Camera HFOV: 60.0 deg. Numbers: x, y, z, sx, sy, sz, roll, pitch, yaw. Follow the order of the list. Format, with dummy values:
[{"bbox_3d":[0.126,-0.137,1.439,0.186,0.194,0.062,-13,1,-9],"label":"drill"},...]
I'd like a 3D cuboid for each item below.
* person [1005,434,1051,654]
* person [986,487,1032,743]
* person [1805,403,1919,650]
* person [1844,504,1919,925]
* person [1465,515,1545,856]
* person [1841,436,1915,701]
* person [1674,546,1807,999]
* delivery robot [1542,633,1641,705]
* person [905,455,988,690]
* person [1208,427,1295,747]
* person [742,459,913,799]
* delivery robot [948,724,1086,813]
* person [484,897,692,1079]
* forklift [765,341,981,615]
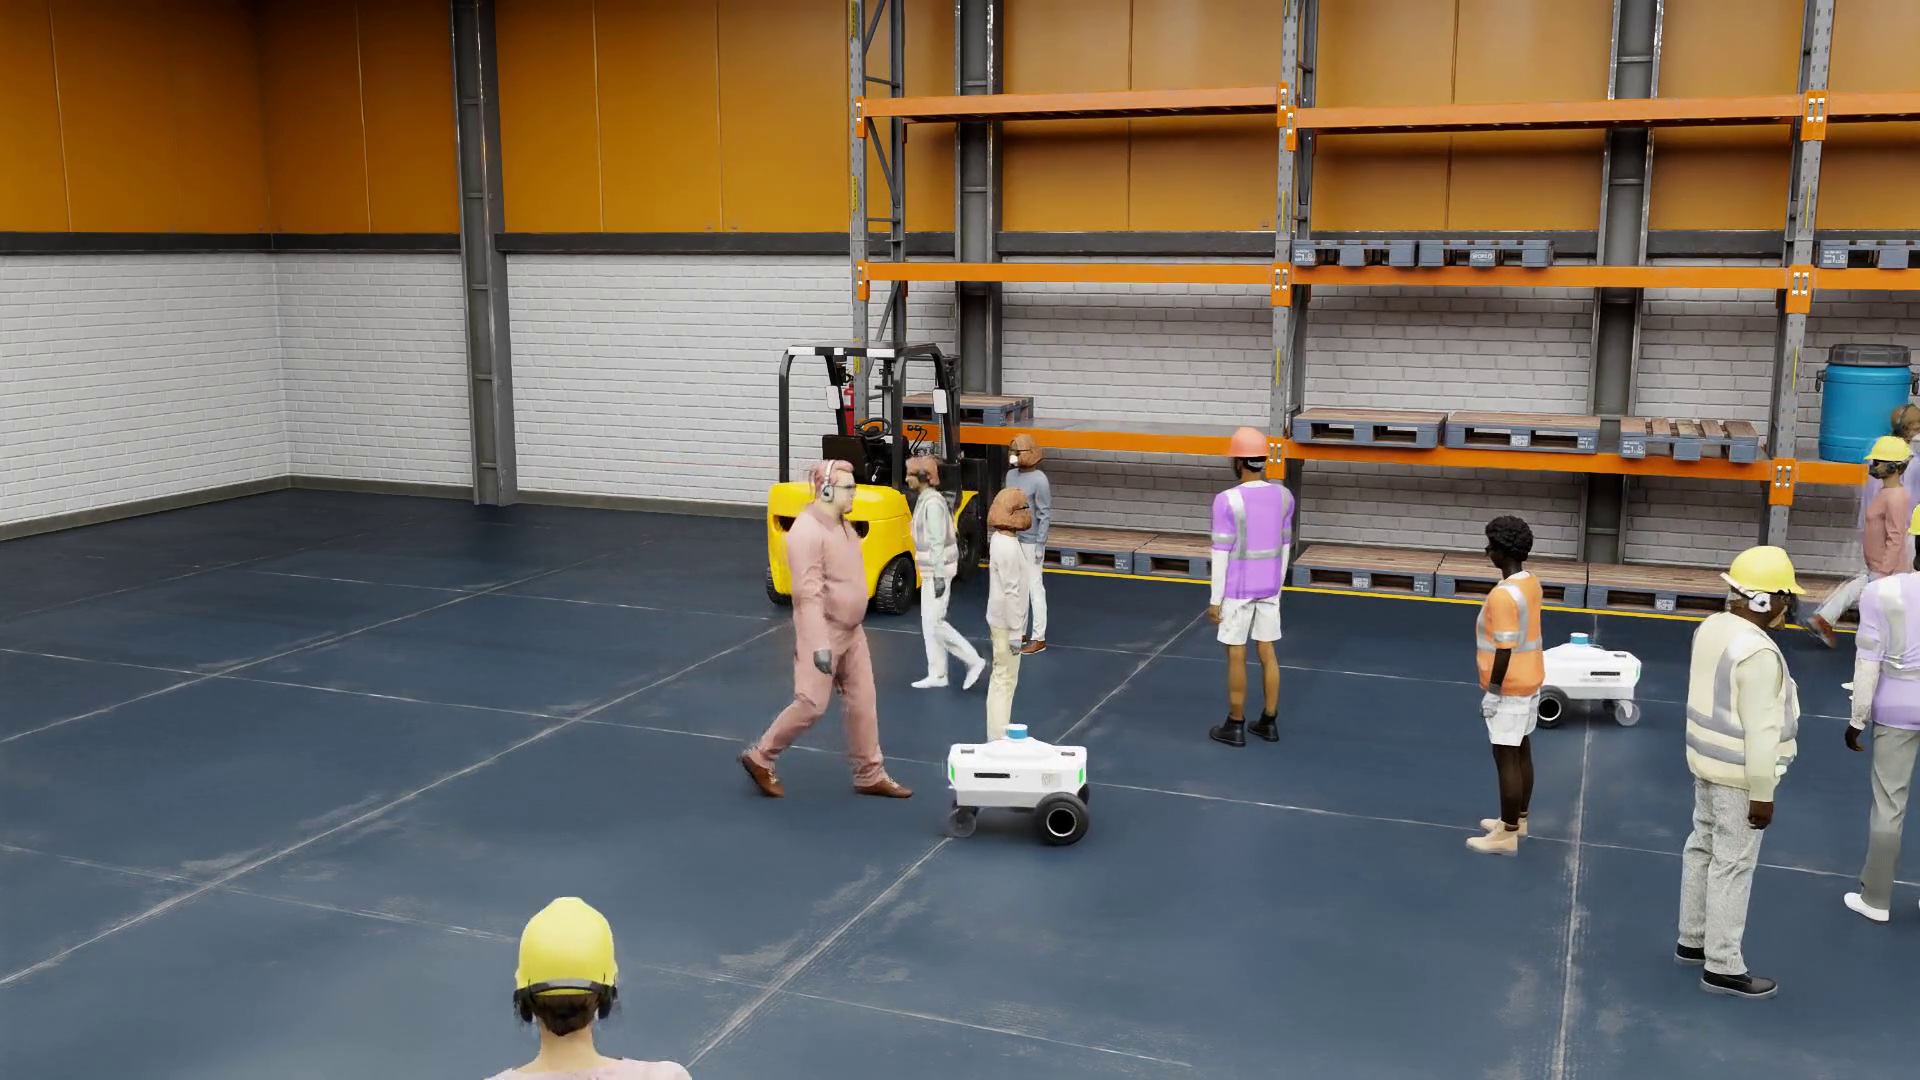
[{"bbox_3d":[0.472,0.026,12.318,0.285,1.630,0.514,-7,12,-34],"label":"person"},{"bbox_3d":[0.289,0.503,9.646,0.279,1.635,0.507,-1,10,-5],"label":"person"},{"bbox_3d":[6.743,-0.066,12.115,0.914,1.894,0.652,2,10,10],"label":"person"},{"bbox_3d":[4.246,0.766,7.371,0.589,1.927,0.369,2,10,10],"label":"person"},{"bbox_3d":[2.724,0.720,8.267,0.322,1.695,0.536,7,12,33],"label":"person"},{"bbox_3d":[6.081,0.196,10.991,0.315,1.770,0.524,4,11,22],"label":"person"},{"bbox_3d":[3.169,0.924,6.761,0.403,1.827,0.601,0,10,3],"label":"person"},{"bbox_3d":[3.914,0.833,10.537,0.707,0.478,0.477,0,10,5],"label":"delivery robot"},{"bbox_3d":[-0.113,0.229,11.218,0.504,1.614,0.536,-2,10,-9],"label":"person"},{"bbox_3d":[1.734,0.283,10.037,0.547,1.936,0.366,-4,11,-23],"label":"person"},{"bbox_3d":[-0.732,0.495,9.014,0.865,1.878,0.650,4,11,22],"label":"person"},{"bbox_3d":[0.295,1.192,8.559,0.707,0.478,0.477,1,10,4],"label":"delivery robot"},{"bbox_3d":[-0.765,1.588,3.368,0.526,1.720,0.913,-2,10,-10],"label":"person"},{"bbox_3d":[-0.739,-0.602,14.246,1.214,2.155,2.313,4,11,21],"label":"forklift"}]
